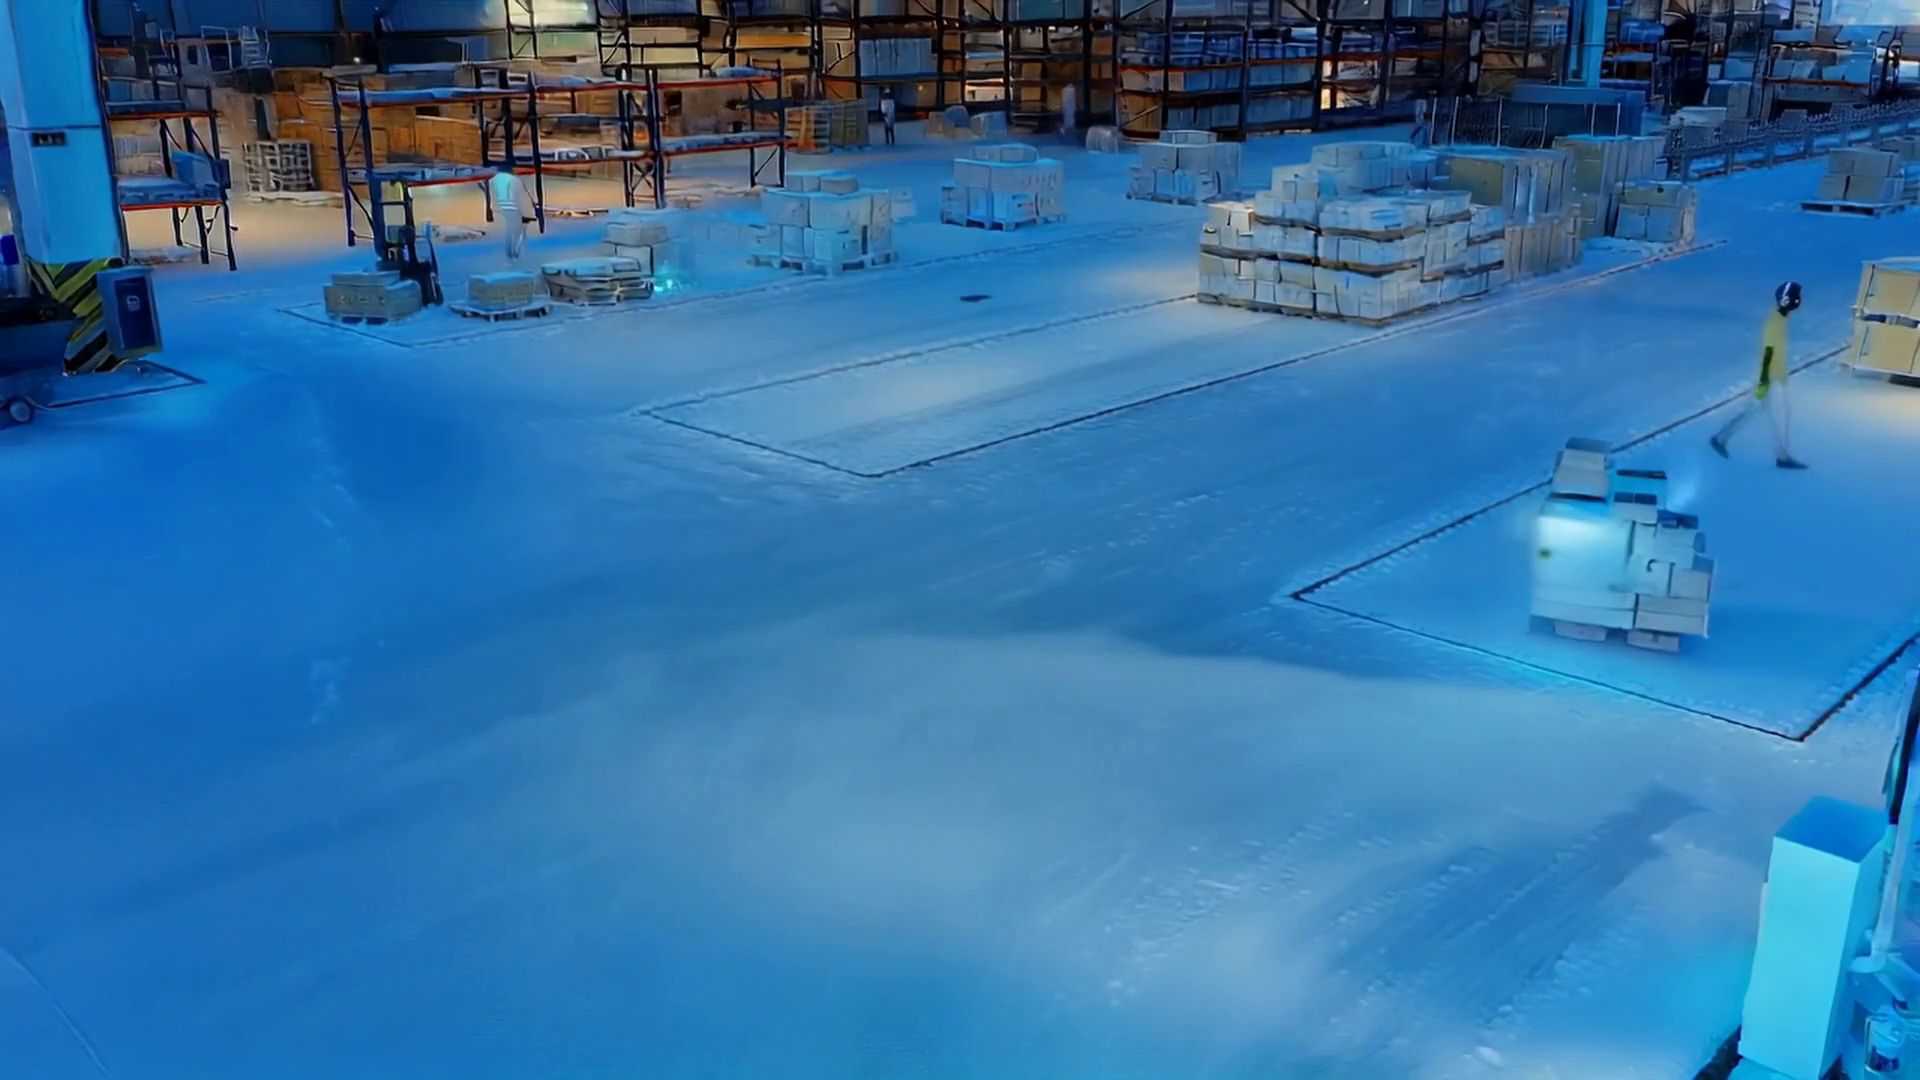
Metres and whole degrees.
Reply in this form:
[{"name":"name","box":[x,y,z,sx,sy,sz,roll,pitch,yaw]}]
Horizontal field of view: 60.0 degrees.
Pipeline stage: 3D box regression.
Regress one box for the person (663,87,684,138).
[{"name":"person","box":[-8.648,-12.879,50.186,0.612,1.863,1.019,-5,19,-16]}]

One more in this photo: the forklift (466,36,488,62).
[{"name":"forklift","box":[-18.119,-17.583,62.756,1.129,2.768,1.873,17,25,41]}]

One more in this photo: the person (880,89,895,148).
[{"name":"person","box":[-2.139,-12.433,49.088,0.535,1.697,0.322,-17,25,-42]}]

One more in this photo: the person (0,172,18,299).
[{"name":"person","box":[-14.316,-4.545,24.858,0.623,1.993,0.384,5,19,13]}]

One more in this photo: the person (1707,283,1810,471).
[{"name":"person","box":[7.919,-1.626,16.321,0.941,1.836,0.529,10,21,27]}]

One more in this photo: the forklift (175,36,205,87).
[{"name":"forklift","box":[-28.422,-17.222,61.668,1.873,2.768,1.129,8,20,23]}]

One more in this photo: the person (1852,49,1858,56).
[{"name":"person","box":[42.878,-22.672,79.904,0.499,1.725,0.647,-5,19,-16]}]

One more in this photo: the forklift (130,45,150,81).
[{"name":"forklift","box":[-25.517,-14.043,52.092,1.873,2.768,1.129,-9,20,-25]}]

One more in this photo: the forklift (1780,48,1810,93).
[{"name":"forklift","box":[35.985,-20.111,70.374,1.873,2.768,1.129,17,25,41]}]

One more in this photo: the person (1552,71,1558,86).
[{"name":"person","box":[22.449,-16.872,62.186,0.652,1.884,0.797,10,21,28]}]

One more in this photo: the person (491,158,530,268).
[{"name":"person","box":[-7.540,-5.486,27.949,0.653,1.827,0.438,10,21,28]}]

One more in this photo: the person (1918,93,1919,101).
[{"name":"person","box":[33.887,-15.697,58.628,0.997,1.883,0.617,13,22,33]}]

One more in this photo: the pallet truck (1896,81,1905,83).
[{"name":"pallet truck","box":[34.802,-16.331,61.455,0.653,1.274,1.630,17,25,41]}]

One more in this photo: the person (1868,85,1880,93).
[{"name":"person","box":[32.765,-15.863,59.503,0.540,1.640,0.759,6,19,17]}]

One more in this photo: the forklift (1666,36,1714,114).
[{"name":"forklift","box":[27.341,-17.291,61.877,1.129,2.768,1.873,17,25,41]}]

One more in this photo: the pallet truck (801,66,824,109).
[{"name":"pallet truck","box":[-4.812,-15.182,56.903,0.823,1.965,1.885,-9,21,-26]}]

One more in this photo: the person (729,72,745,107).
[{"name":"person","box":[-7.668,-14.980,56.452,0.918,1.901,0.636,5,19,15]}]

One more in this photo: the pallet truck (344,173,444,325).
[{"name":"pallet truck","box":[-8.209,-4.181,23.757,0.823,1.965,1.885,3,19,9]}]

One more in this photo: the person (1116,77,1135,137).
[{"name":"person","box":[5.134,-13.535,52.086,0.577,1.894,0.928,13,22,34]}]

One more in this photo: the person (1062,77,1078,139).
[{"name":"person","box":[3.416,-13.483,51.951,0.483,1.889,0.666,-12,22,-33]}]

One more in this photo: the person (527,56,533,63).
[{"name":"person","box":[-17.030,-18.179,65.995,0.621,1.964,0.869,-4,19,-12]}]

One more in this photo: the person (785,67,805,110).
[{"name":"person","box":[-5.751,-15.575,58.239,0.639,1.893,1.042,10,21,27]}]

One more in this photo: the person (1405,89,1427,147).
[{"name":"person","box":[13.594,-12.517,49.351,0.639,1.682,0.538,0,18,1]}]

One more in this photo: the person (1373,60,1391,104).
[{"name":"person","box":[17.000,-18.353,66.744,0.722,1.819,0.569,-6,19,-18]}]
